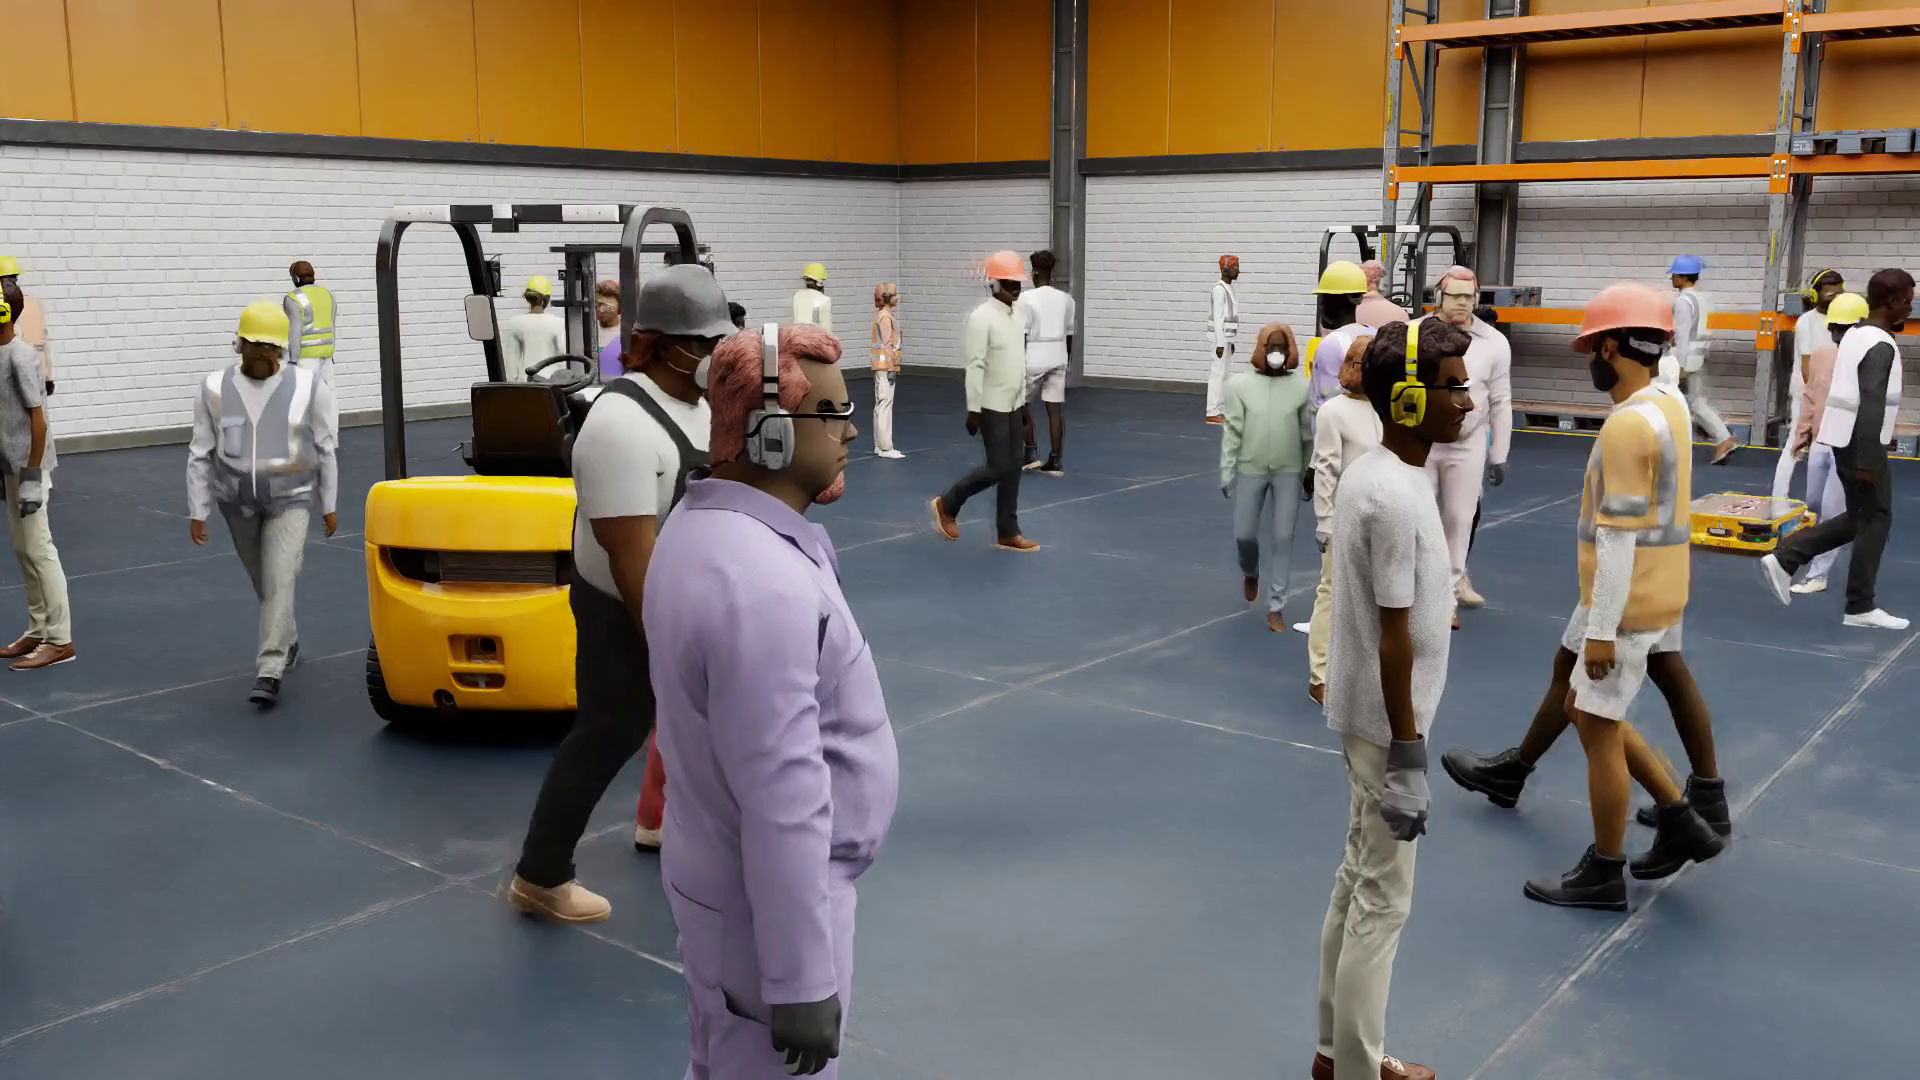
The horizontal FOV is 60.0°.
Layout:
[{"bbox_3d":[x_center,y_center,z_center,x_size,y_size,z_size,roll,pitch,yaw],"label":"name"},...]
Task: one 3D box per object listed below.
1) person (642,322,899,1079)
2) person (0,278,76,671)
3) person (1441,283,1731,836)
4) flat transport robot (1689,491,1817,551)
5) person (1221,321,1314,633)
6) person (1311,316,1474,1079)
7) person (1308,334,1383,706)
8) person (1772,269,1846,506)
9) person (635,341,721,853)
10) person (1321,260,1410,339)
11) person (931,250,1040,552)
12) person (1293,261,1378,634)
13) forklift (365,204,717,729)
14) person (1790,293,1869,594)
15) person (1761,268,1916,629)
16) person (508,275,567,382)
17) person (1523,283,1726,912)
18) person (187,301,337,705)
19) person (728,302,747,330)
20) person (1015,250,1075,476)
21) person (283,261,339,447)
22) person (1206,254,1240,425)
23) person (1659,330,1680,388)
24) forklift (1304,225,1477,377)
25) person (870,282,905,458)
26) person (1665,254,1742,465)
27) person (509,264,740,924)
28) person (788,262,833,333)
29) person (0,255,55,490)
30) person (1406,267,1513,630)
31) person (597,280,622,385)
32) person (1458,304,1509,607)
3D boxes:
[{"bbox_3d":[-0.297,0.598,2.759,0.402,1.906,0.651,-3,11,-17],"label":"person"},{"bbox_3d":[-4.488,-0.316,7.923,0.332,1.872,0.514,-9,14,-41],"label":"person"},{"bbox_3d":[2.253,0.067,5.761,0.993,1.881,0.571,6,12,30],"label":"person"},{"bbox_3d":[5.356,-0.143,11.397,0.652,0.197,1.431,8,13,38],"label":"flat transport robot"},{"bbox_3d":[1.645,-0.357,8.843,0.513,1.615,0.599,2,10,10],"label":"person"},{"bbox_3d":[0.986,0.436,3.757,0.322,1.871,0.531,1,10,6],"label":"person"},{"bbox_3d":[1.746,-0.081,7.276,0.507,1.632,0.268,-6,12,-32],"label":"person"},{"bbox_3d":[6.190,-1.002,11.844,0.541,1.819,0.906,-6,12,-31],"label":"person"},{"bbox_3d":[-0.738,0.202,5.419,0.778,1.724,0.541,1,10,3],"label":"person"},{"bbox_3d":[2.837,-0.995,11.617,0.644,1.900,0.401,7,12,32],"label":"person"},{"bbox_3d":[0.186,-0.894,10.841,0.625,1.972,0.620,5,11,26],"label":"person"},{"bbox_3d":[1.956,-0.462,8.570,0.372,1.928,0.584,8,13,38],"label":"person"},{"bbox_3d":[-1.766,-0.406,7.525,1.214,2.155,2.313,1,10,7],"label":"forklift"},{"bbox_3d":[5.160,-0.557,9.631,0.714,1.734,0.546,-3,11,-16],"label":"person"},{"bbox_3d":[4.690,-0.483,8.771,0.620,1.893,0.610,3,11,16],"label":"person"},{"bbox_3d":[-3.480,-1.302,13.722,0.530,1.752,0.554,2,10,10],"label":"person"},{"bbox_3d":[2.015,0.191,5.019,0.485,1.913,0.560,5,12,28],"label":"person"},{"bbox_3d":[-3.143,-0.185,7.498,0.612,1.777,0.978,-2,10,-9],"label":"person"},{"bbox_3d":[-1.392,-0.657,10.417,0.844,1.645,0.547,1,10,5],"label":"person"},{"bbox_3d":[0.702,-1.534,14.453,0.631,1.942,0.575,-6,12,-29],"label":"person"},{"bbox_3d":[-6.311,-1.782,16.147,0.430,1.837,0.624,4,11,20],"label":"person"},{"bbox_3d":[2.918,-2.214,18.439,0.350,1.878,0.568,4,11,19],"label":"person"},{"bbox_3d":[3.958,-0.493,9.551,0.312,1.638,0.512,7,13,36],"label":"person"},{"bbox_3d":[4.449,-2.115,16.993,1.214,2.155,2.313,8,13,38],"label":"forklift"},{"bbox_3d":[-0.688,-1.587,15.596,0.309,1.645,0.514,-2,10,-9],"label":"person"},{"bbox_3d":[6.622,-1.627,15.080,0.934,1.918,0.617,8,13,38],"label":"person"},{"bbox_3d":[-0.899,0.161,4.805,1.010,2.000,0.689,3,11,18],"label":"person"},{"bbox_3d":[-1.602,-2.108,18.055,0.598,1.800,0.850,6,12,31],"label":"person"},{"bbox_3d":[-7.689,-1.337,13.458,0.611,1.905,0.623,1,10,4],"label":"person"},{"bbox_3d":[2.566,-0.487,8.787,0.673,1.893,0.443,2,10,9],"label":"person"},{"bbox_3d":[-2.221,-0.858,11.186,0.608,1.789,0.856,7,12,32],"label":"person"},{"bbox_3d":[2.868,-0.465,9.253,0.549,1.676,0.573,-9,13,-40],"label":"person"}]
